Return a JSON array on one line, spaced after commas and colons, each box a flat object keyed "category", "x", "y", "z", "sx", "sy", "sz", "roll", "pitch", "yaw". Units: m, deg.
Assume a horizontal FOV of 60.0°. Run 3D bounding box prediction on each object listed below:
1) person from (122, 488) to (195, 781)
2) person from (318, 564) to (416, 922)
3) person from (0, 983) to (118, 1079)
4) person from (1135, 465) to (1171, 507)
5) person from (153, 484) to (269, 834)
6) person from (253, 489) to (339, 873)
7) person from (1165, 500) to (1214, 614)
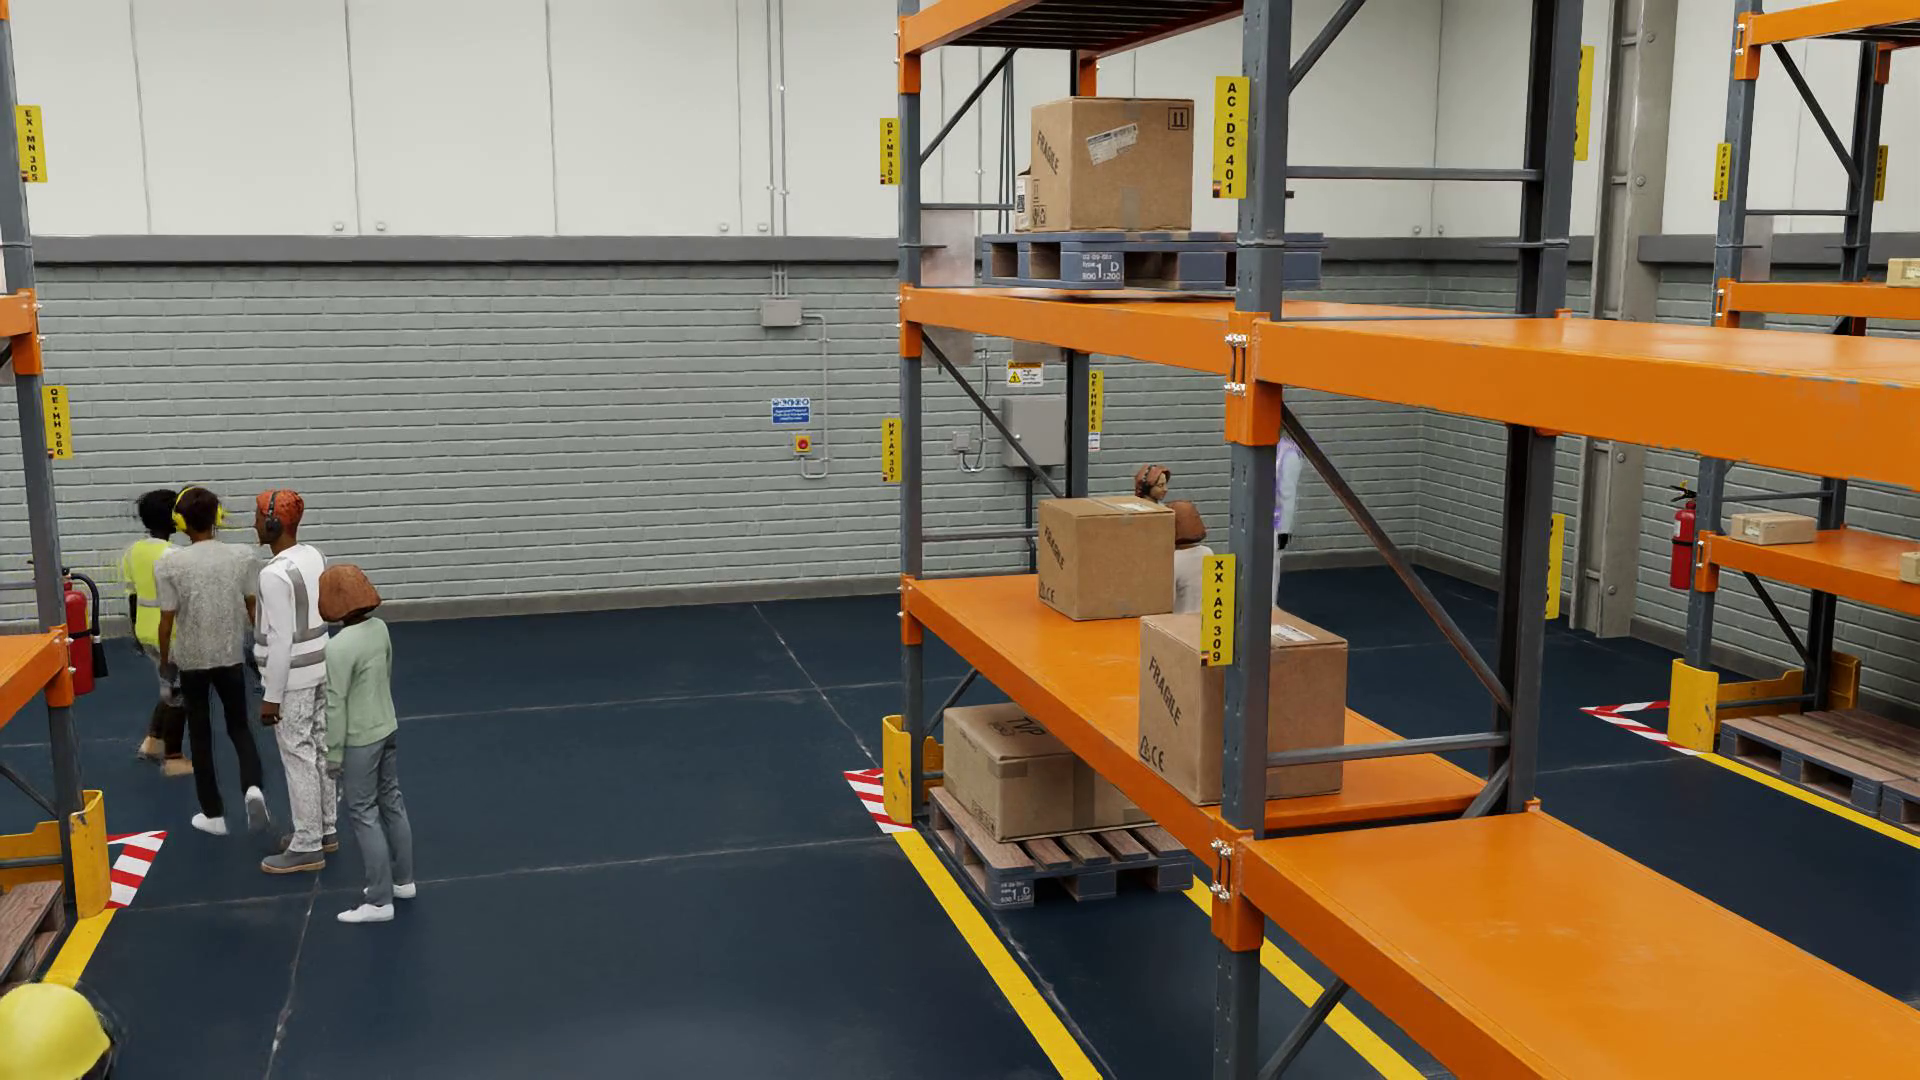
[{"category": "person", "x": -4.486, "y": 0.544, "z": 9.495, "sx": 0.538, "sy": 1.684, "sz": 0.369, "roll": 7, "pitch": 12, "yaw": 35}, {"category": "person", "x": -2.712, "y": 0.913, "z": 7.565, "sx": 0.303, "sy": 1.624, "sz": 0.499, "roll": 1, "pitch": 10, "yaw": 5}, {"category": "person", "x": -1.608, "y": 1.627, "z": 3.126, "sx": 0.542, "sy": 1.750, "sz": 0.560, "roll": -1, "pitch": 10, "yaw": -6}, {"category": "person", "x": 1.228, "y": 0.318, "z": 10.907, "sx": 0.310, "sy": 1.638, "sz": 0.523, "roll": 5, "pitch": 11, "yaw": 28}, {"category": "person", "x": -3.796, "y": 0.635, "z": 8.480, "sx": 0.546, "sy": 1.853, "sz": 0.618, "roll": -9, "pitch": 13, "yaw": -41}, {"category": "person", "x": -3.267, "y": 0.682, "z": 8.139, "sx": 0.355, "sy": 1.882, "sz": 0.575, "roll": 0, "pitch": 10, "yaw": -3}, {"category": "person", "x": 1.245, "y": 0.582, "z": 9.404, "sx": 0.282, "sy": 1.636, "sz": 0.498, "roll": 9, "pitch": 13, "yaw": 41}]
